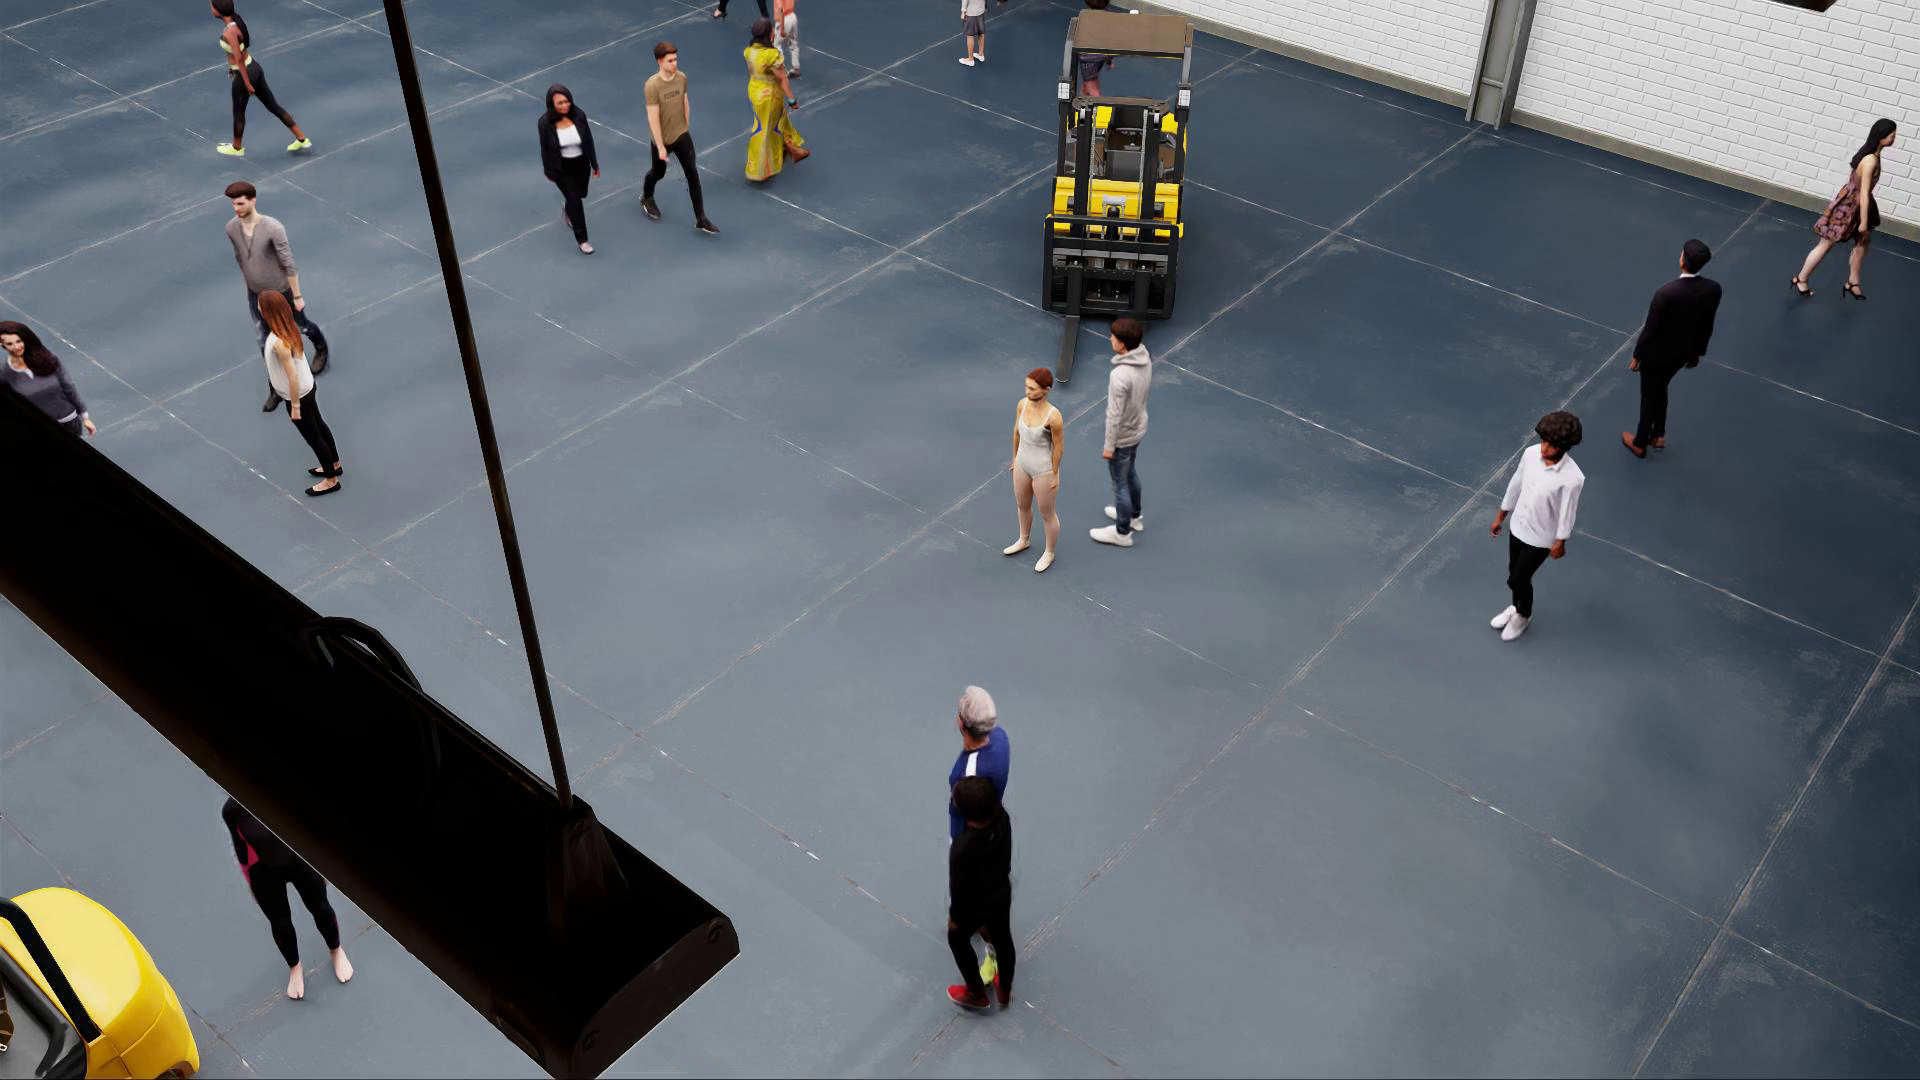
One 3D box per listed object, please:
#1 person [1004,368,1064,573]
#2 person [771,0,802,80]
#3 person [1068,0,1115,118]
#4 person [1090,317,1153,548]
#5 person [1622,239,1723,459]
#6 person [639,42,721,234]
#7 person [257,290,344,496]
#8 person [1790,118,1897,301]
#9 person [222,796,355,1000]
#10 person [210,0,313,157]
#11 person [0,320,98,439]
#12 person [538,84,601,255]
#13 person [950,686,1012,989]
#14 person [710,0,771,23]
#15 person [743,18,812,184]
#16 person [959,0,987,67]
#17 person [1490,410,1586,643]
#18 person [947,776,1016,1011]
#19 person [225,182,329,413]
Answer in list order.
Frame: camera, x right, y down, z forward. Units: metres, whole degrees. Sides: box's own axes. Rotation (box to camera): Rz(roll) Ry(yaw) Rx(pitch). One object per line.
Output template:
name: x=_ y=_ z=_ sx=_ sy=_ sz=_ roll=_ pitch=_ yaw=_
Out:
person: x=0.548 y=-0.514 z=11.771 sx=0.397 sy=1.644 sz=0.612 roll=29 pitch=47 yaw=31
person: x=-1.903 y=-5.812 z=18.681 sx=0.590 sy=1.299 sz=0.509 roll=23 pitch=44 yaw=26
person: x=1.425 y=-4.919 z=17.283 sx=0.767 sy=1.648 sz=1.080 roll=-27 pitch=46 yaw=-30
person: x=1.206 y=-0.769 z=11.926 sx=0.698 sy=1.847 sz=0.734 roll=13 pitch=40 yaw=16
person: x=5.450 y=-1.392 z=12.684 sx=0.843 sy=1.876 sz=0.873 roll=-8 pitch=39 yaw=-10
person: x=-2.818 y=-3.823 z=15.780 sx=0.746 sy=1.811 sz=1.252 roll=-32 pitch=48 yaw=-33
person: x=-4.940 y=-1.112 z=12.457 sx=0.718 sy=1.721 sz=0.633 roll=-7 pitch=39 yaw=-9
person: x=7.747 y=-2.894 z=14.667 sx=0.964 sy=1.749 sz=0.779 roll=16 pitch=41 yaw=19
person: x=-3.592 y=1.746 z=8.854 sx=0.657 sy=1.752 sz=0.685 roll=-15 pitch=41 yaw=-18
person: x=-7.161 y=-4.705 z=16.970 sx=1.184 sy=1.704 sz=1.095 roll=-2 pitch=39 yaw=-3
person: x=-6.656 y=-0.867 z=12.154 sx=1.142 sy=1.718 sz=0.638 roll=30 pitch=47 yaw=32
person: x=-3.685 y=-3.527 z=15.587 sx=0.777 sy=1.590 sz=1.105 roll=-25 pitch=45 yaw=-28
person: x=0.110 y=1.593 z=9.002 sx=0.873 sy=1.808 sz=0.931 roll=1 pitch=39 yaw=1
person: x=-2.534 y=-6.851 z=19.628 sx=1.162 sy=1.740 sz=0.695 roll=23 pitch=44 yaw=26
person: x=-1.994 y=-4.341 z=16.578 sx=1.001 sy=1.624 sz=1.122 roll=-22 pitch=44 yaw=-25
person: x=0.164 y=-6.088 z=19.045 sx=0.518 sy=1.276 sz=0.533 roll=-31 pitch=48 yaw=-33
person: x=3.921 y=-0.123 z=11.160 sx=0.788 sy=1.795 sz=0.678 roll=-18 pitch=42 yaw=-21
person: x=0.133 y=1.891 z=8.742 sx=0.596 sy=1.665 sz=0.573 roll=-31 pitch=48 yaw=-33
person: x=-5.533 y=-2.062 z=13.528 sx=1.240 sy=1.870 sz=1.161 roll=6 pitch=39 yaw=7
